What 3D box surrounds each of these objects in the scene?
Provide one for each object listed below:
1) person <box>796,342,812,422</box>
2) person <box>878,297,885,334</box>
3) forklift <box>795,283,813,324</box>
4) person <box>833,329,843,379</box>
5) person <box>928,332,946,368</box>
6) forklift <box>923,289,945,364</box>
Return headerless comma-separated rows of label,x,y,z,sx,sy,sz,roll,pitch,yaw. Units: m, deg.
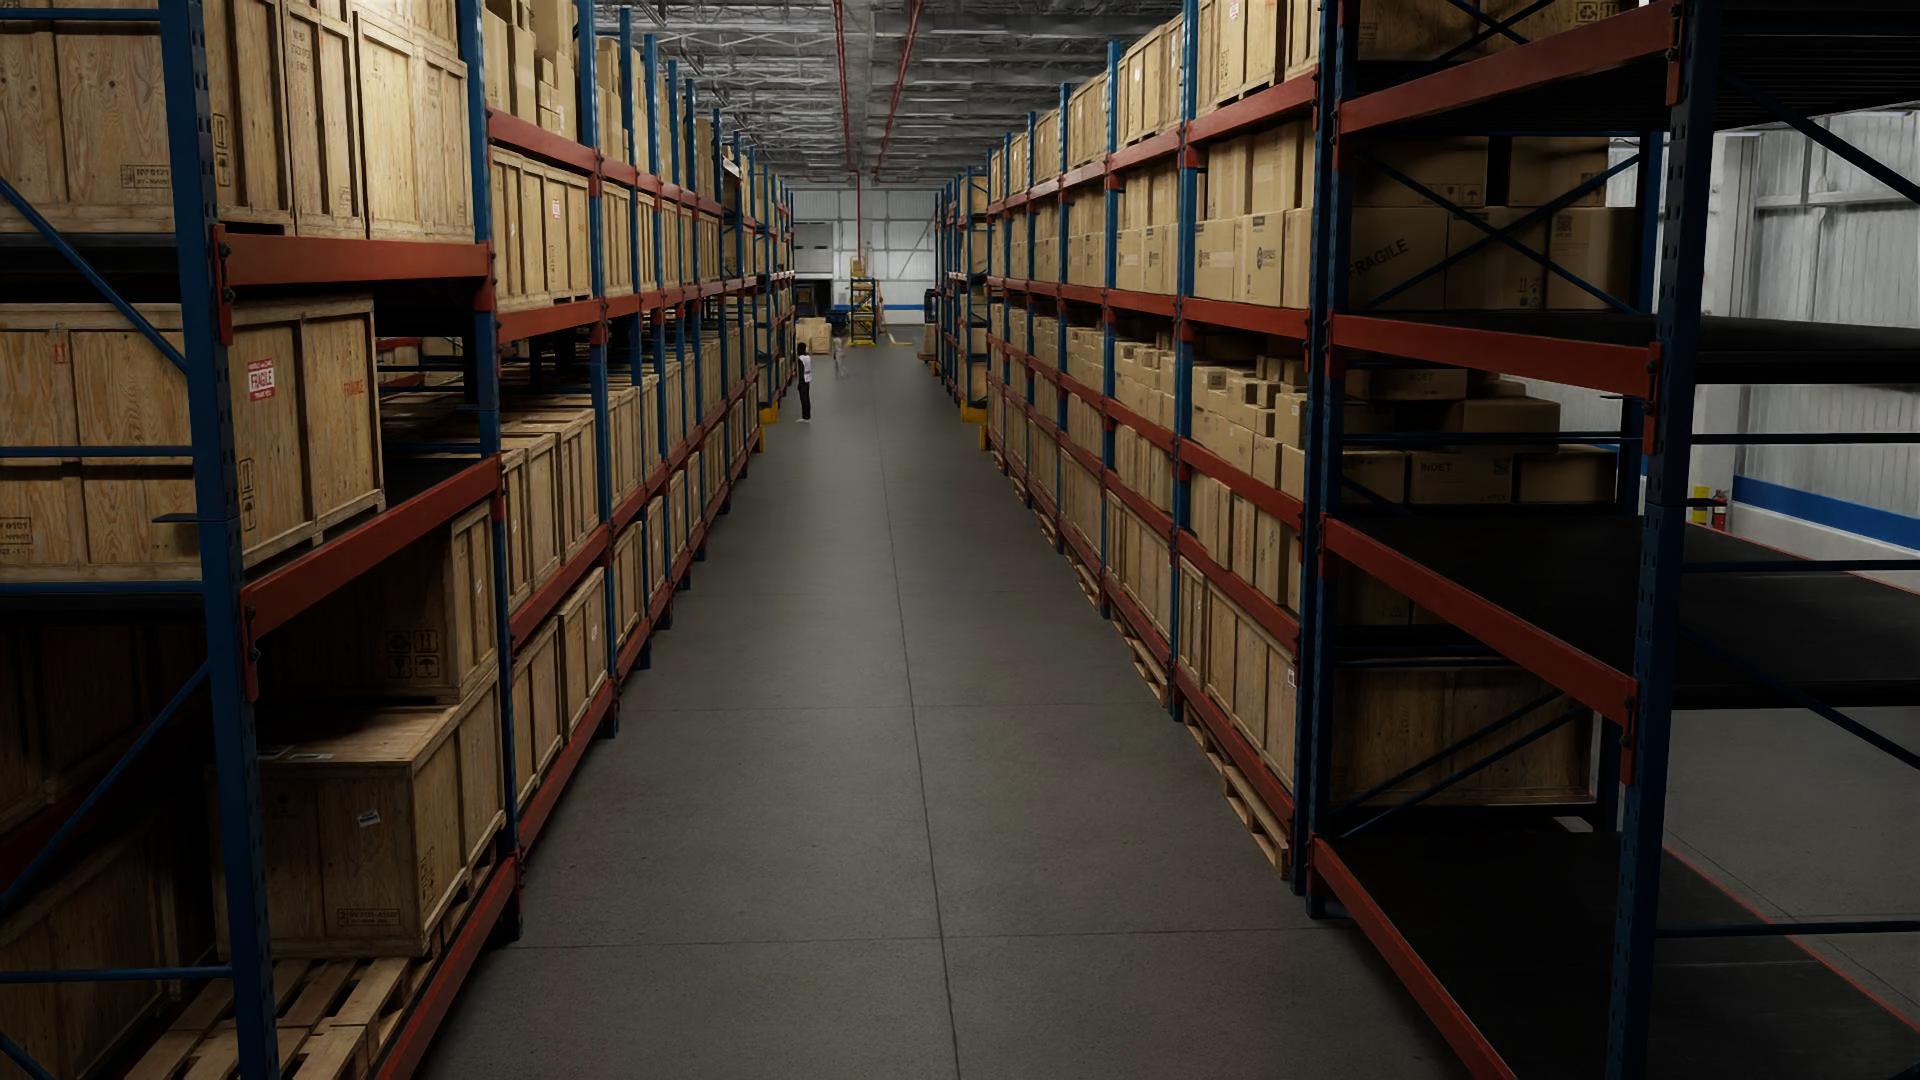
person,-3.751,-3.787,39.960,0.374,1.917,0.596,2,10,13
person,-4.232,-12.040,89.196,0.367,1.939,0.635,-1,10,-4
forklift,-7.357,-10.655,78.113,1.129,2.768,1.873,-1,10,-4
person,-3.998,-6.081,54.539,0.320,1.649,0.523,4,10,24
person,-0.612,-7.060,59.604,1.014,1.886,0.650,-3,10,-17
forklift,-0.809,-8.121,62.980,1.129,2.768,1.873,-1,10,-3
